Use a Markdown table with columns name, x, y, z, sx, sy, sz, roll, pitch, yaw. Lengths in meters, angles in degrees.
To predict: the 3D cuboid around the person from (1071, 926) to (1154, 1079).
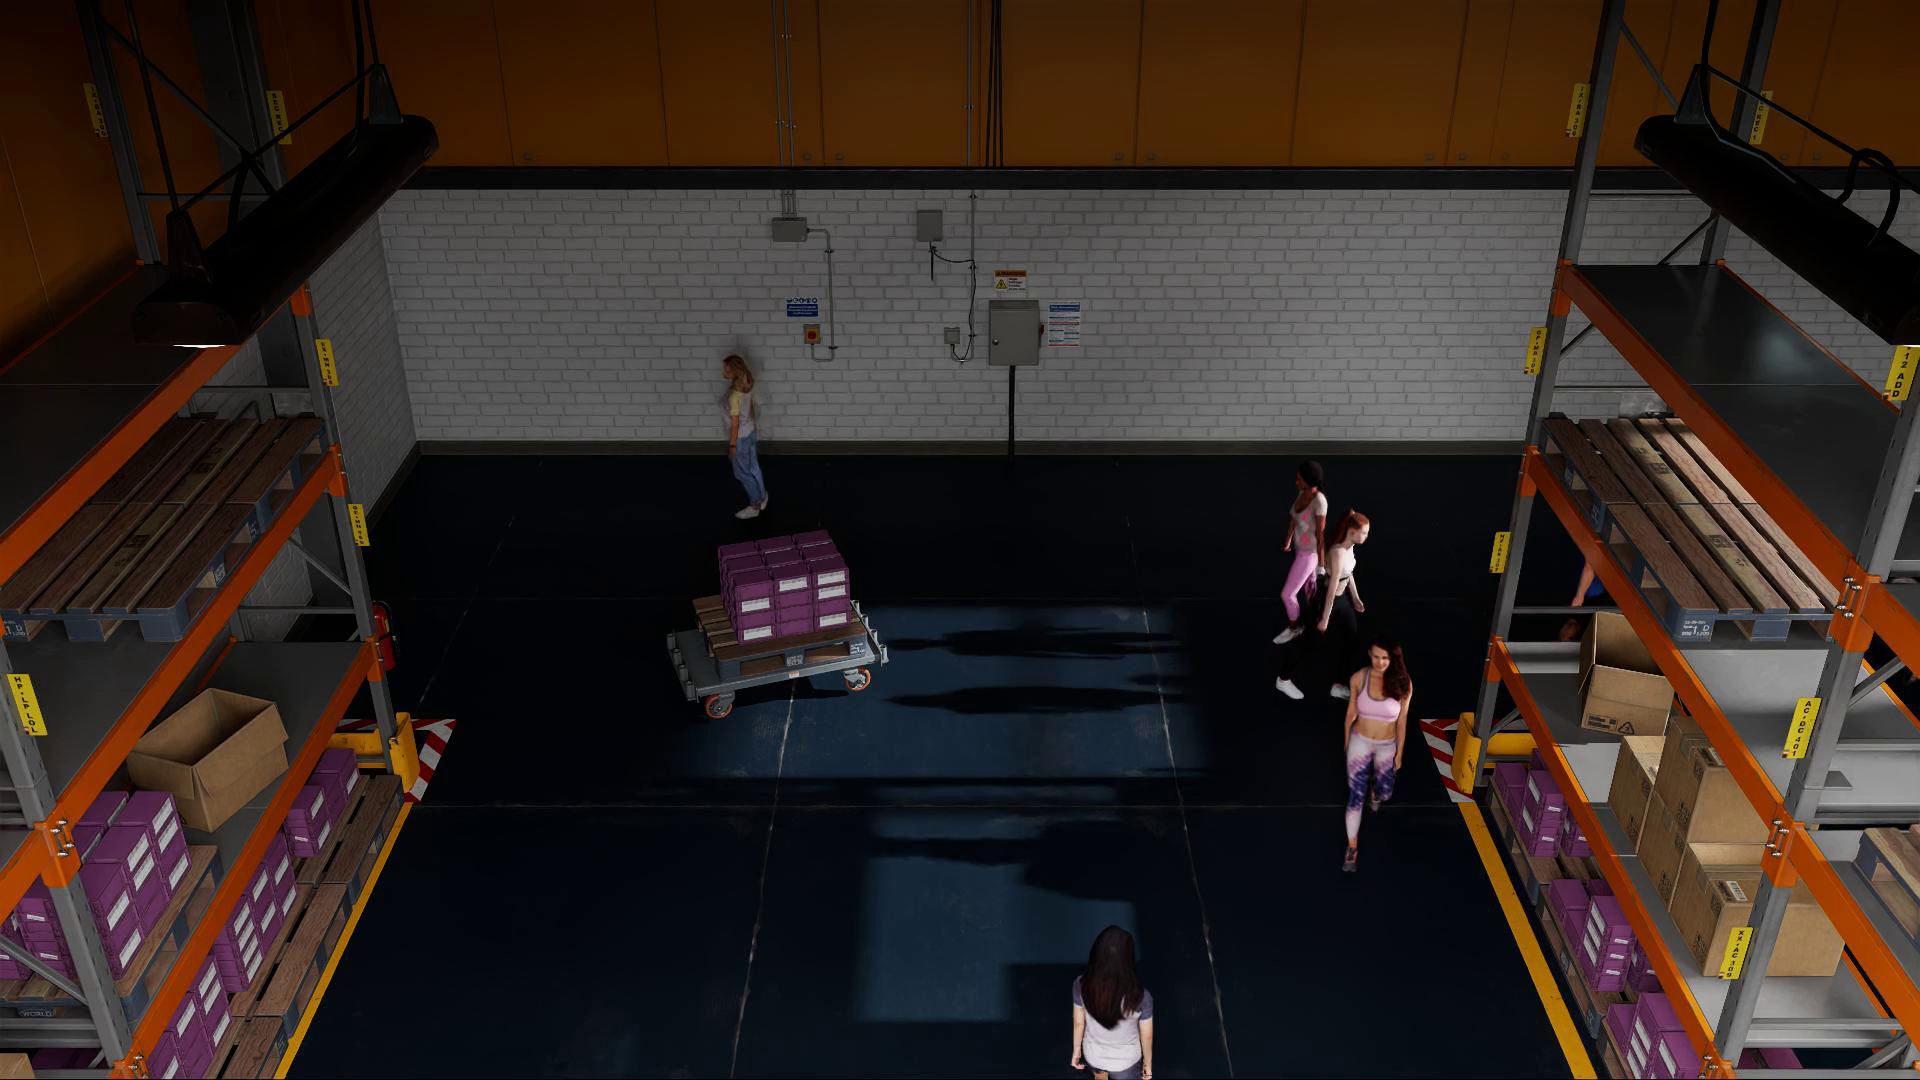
| name | x | y | z | sx | sy | sz | roll | pitch | yaw |
| --- | --- | --- | --- | --- | --- | --- | --- | --- | --- |
| person | 0.794 | 2.821 | 8.919 | 0.869 | 1.678 | 1.123 | 11 | 30 | 19 |

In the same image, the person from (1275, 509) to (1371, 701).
| name | x | y | z | sx | sy | sz | roll | pitch | yaw |
| --- | --- | --- | --- | --- | --- | --- | --- | --- | --- |
| person | 2.857 | 0.511 | 13.131 | 0.945 | 1.700 | 0.984 | 19 | 34 | 30 |

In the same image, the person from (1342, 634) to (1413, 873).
| name | x | y | z | sx | sy | sz | roll | pitch | yaw |
| --- | --- | --- | --- | --- | --- | --- | --- | --- | --- |
| person | 2.856 | 1.398 | 11.457 | 0.746 | 1.747 | 1.097 | 8 | 29 | 13 |

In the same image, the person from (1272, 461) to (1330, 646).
| name | x | y | z | sx | sy | sz | roll | pitch | yaw |
| --- | --- | --- | --- | --- | --- | --- | --- | --- | --- |
| person | 2.963 | 0.123 | 13.827 | 0.841 | 1.715 | 0.734 | -3 | 29 | -5 |

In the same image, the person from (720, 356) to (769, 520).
| name | x | y | z | sx | sy | sz | roll | pitch | yaw |
| --- | --- | --- | --- | --- | --- | --- | --- | --- | --- |
| person | -2.051 | -0.993 | 15.883 | 0.905 | 1.706 | 0.570 | 10 | 30 | 17 |
